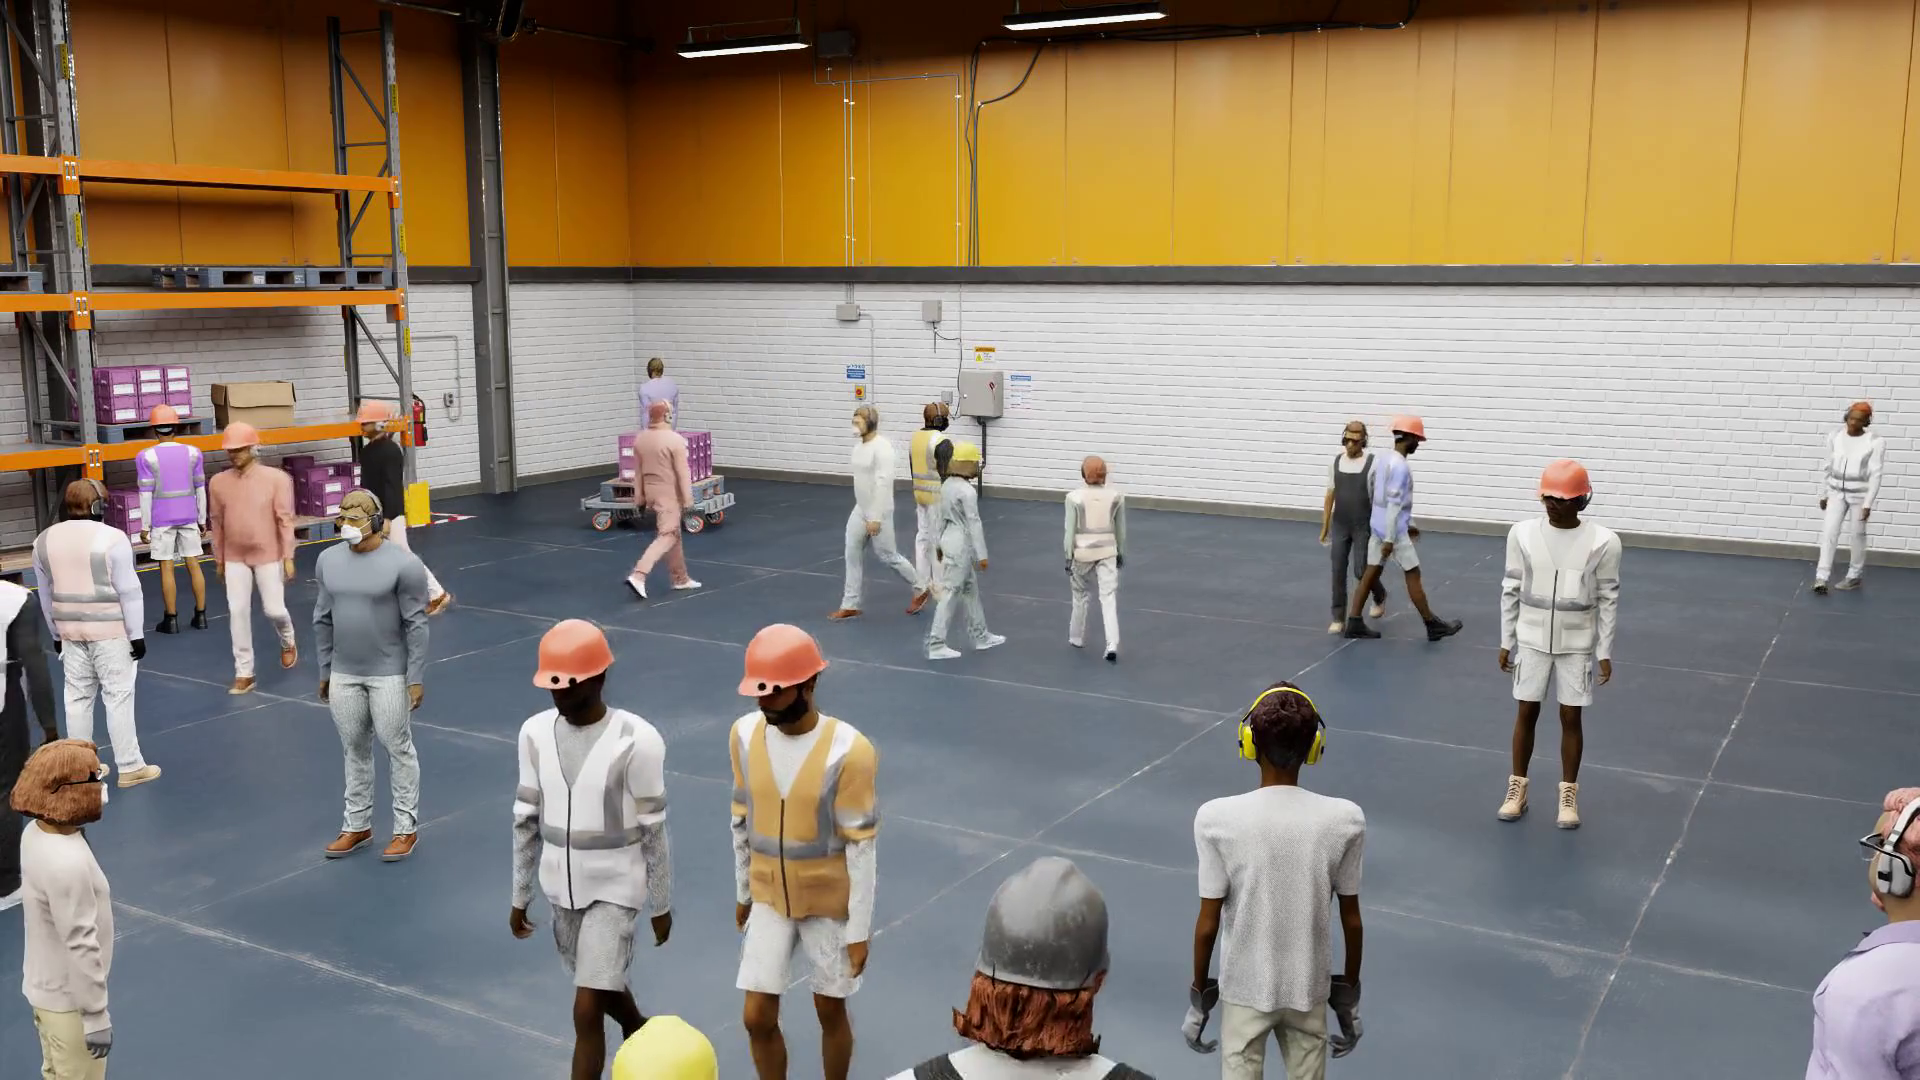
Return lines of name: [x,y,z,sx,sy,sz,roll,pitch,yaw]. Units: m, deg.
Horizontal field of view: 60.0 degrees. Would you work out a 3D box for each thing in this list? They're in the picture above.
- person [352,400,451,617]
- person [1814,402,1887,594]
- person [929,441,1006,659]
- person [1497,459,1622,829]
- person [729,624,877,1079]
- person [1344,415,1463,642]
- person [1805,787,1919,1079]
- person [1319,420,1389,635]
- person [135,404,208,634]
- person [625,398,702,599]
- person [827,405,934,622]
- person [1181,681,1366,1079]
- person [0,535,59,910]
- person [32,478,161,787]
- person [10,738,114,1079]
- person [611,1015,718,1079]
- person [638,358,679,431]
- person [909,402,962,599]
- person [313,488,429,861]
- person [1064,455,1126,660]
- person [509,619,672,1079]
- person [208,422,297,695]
person: [-4.961,-0.243,14.434,0.608,1.959,1.011,8,12,40]
person: [8.381,-0.392,15.706,0.912,1.829,0.598,-7,12,-39]
person: [0.095,0.078,13.130,0.813,1.707,0.513,-4,10,-22]
person: [3.260,0.566,9.105,0.605,2.037,0.394,5,10,27]
person: [-0.542,1.209,5.504,0.574,1.907,0.596,3,10,19]
person: [3.647,-0.091,13.698,0.948,1.871,0.545,-1,9,-3]
person: [2.098,1.491,3.734,0.649,1.906,0.401,-4,10,-25]
person: [3.364,-0.124,14.084,0.549,1.821,0.636,7,11,37]
person: [-6.658,-0.177,14.052,0.368,1.933,0.552,9,13,43]
person: [-2.807,-0.395,15.621,0.645,1.876,0.931,8,12,42]
person: [-0.692,-0.242,14.571,0.935,1.911,0.629,-6,11,-33]
person: [0.913,1.335,4.850,0.533,1.861,0.320,0,9,-2]
person: [-4.619,0.819,7.937,0.626,1.896,0.466,1,9,6]
person: [-5.085,0.549,9.819,0.623,1.844,0.429,1,9,8]
person: [-2.715,1.407,5.106,0.268,1.632,0.505,-7,12,-39]
person: [-0.499,1.699,3.026,0.537,1.703,0.937,-1,9,-7]
person: [-3.942,-1.409,21.736,0.379,1.940,0.629,7,12,39]
person: [-0.219,-0.369,15.545,0.429,1.844,0.626,-6,11,-32]
person: [-3.046,0.694,8.605,0.627,1.940,0.372,2,9,11]
person: [1.083,0.130,13.192,0.531,1.598,0.859,-2,9,-10]
person: [-1.268,1.177,5.766,0.560,1.888,0.983,3,10,20]
person: [-5.165,0.103,12.197,0.629,1.971,0.739,-1,9,-4]
